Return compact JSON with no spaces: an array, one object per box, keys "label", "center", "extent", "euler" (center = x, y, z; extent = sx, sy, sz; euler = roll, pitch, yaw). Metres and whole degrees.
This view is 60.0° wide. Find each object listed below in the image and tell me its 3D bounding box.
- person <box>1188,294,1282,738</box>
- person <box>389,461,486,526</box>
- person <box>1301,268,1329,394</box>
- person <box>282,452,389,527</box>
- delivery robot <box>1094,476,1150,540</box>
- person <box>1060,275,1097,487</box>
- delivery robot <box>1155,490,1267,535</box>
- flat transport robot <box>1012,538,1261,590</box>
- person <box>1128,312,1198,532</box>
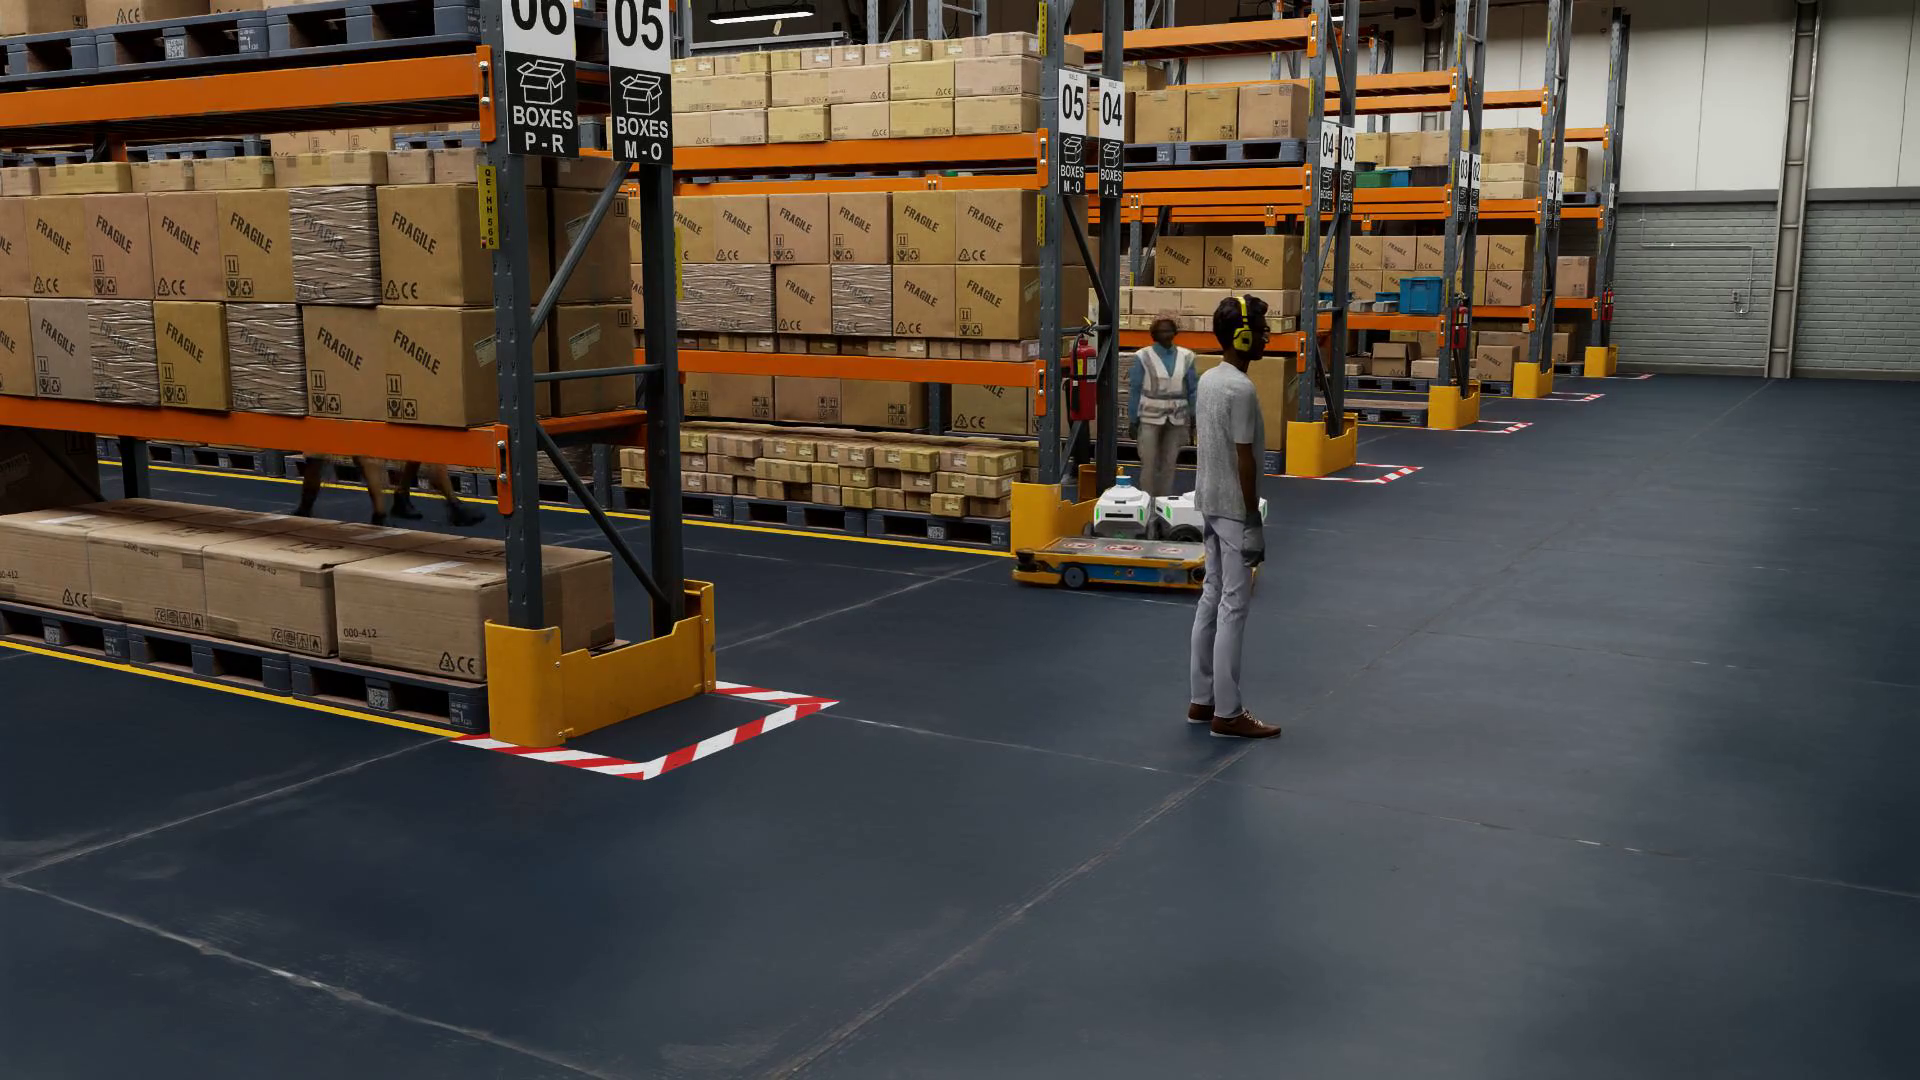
[{"label":"person","center":[1.164,-0.098,7.059],"extent":[0.328,1.872,0.514],"euler":[-3,10,-15]},{"label":"person","center":[-4.040,-1.053,12.613],"extent":[0.992,1.888,0.557],"euler":[4,11,23]},{"label":"person","center":[5.259,-3.126,24.586],"extent":[0.818,1.930,0.632],"euler":[6,11,30]},{"label":"person","center":[-4.482,-0.919,11.914],"extent":[1.070,1.871,0.545],"euler":[6,11,30]},{"label":"delivery robot","center":[1.090,-0.187,11.148],"extent":[0.477,0.478,0.707],"euler":[2,10,9]},{"label":"person","center":[1.004,-1.458,14.685],"extent":[0.403,1.987,0.613],"euler":[1,10,6]},{"label":"delivery robot","center":[1.675,-0.178,11.097],"extent":[0.707,0.478,0.477],"euler":[-1,10,-7]},{"label":"flat transport robot","center":[1.100,0.146,10.302],"extent":[1.431,0.197,0.652],"euler":[3,10,19]},{"label":"person","center":[1.491,-0.873,12.348],"extent":[0.552,1.624,0.421],"euler":[-3,10,-19]}]
